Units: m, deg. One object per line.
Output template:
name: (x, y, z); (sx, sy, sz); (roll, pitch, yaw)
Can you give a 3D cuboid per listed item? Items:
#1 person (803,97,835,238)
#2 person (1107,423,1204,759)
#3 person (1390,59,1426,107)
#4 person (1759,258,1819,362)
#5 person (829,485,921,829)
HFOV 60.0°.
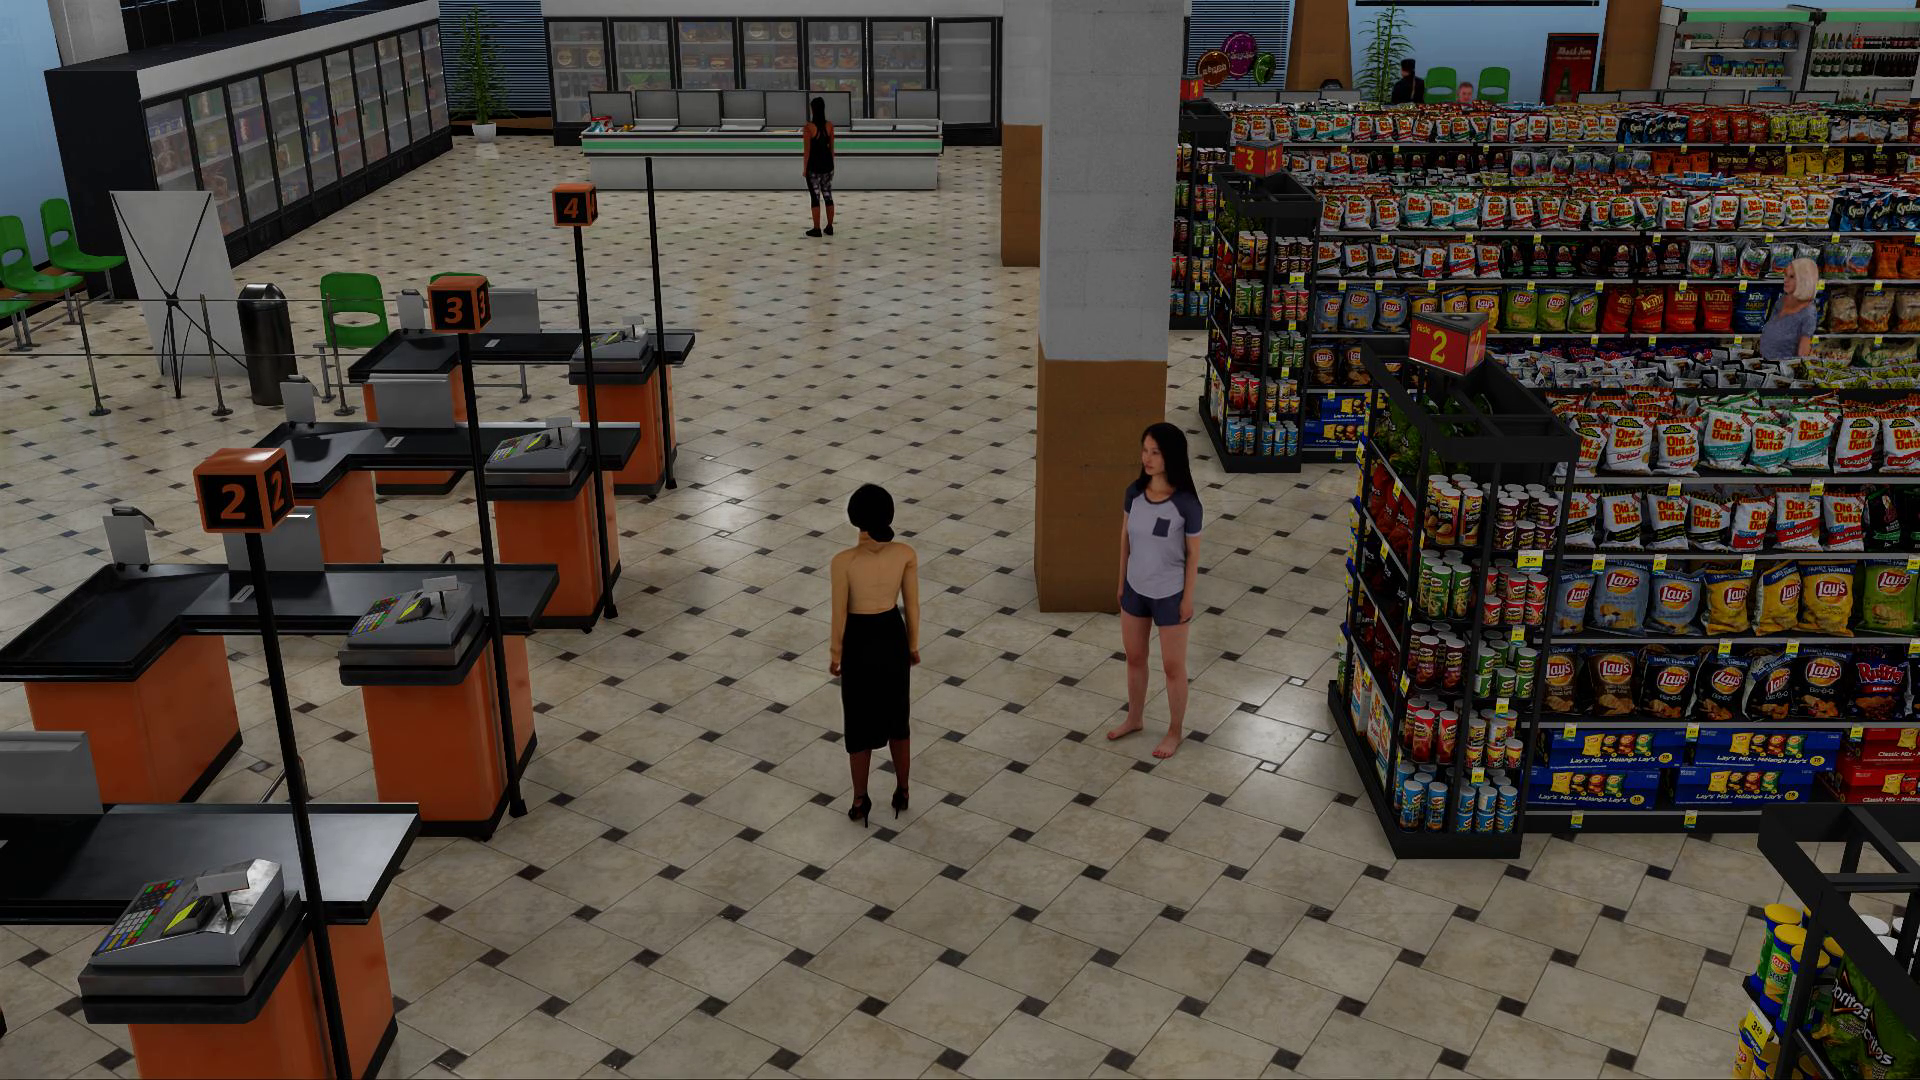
person: (-1.687, -4.493, 19.994); (0.626, 1.661, 0.713); (-16, 27, -34)
person: (0.975, 0.240, 8.155); (0.655, 1.706, 0.727); (18, 28, 38)
person: (6.399, -5.961, 23.684); (1.131, 1.634, 1.096); (-12, 25, -27)
person: (5.763, -1.103, 11.518); (1.032, 1.691, 0.573); (-1, 22, -1)
person: (-0.387, 0.525, 7.516); (0.579, 1.653, 0.705); (-8, 23, -19)
